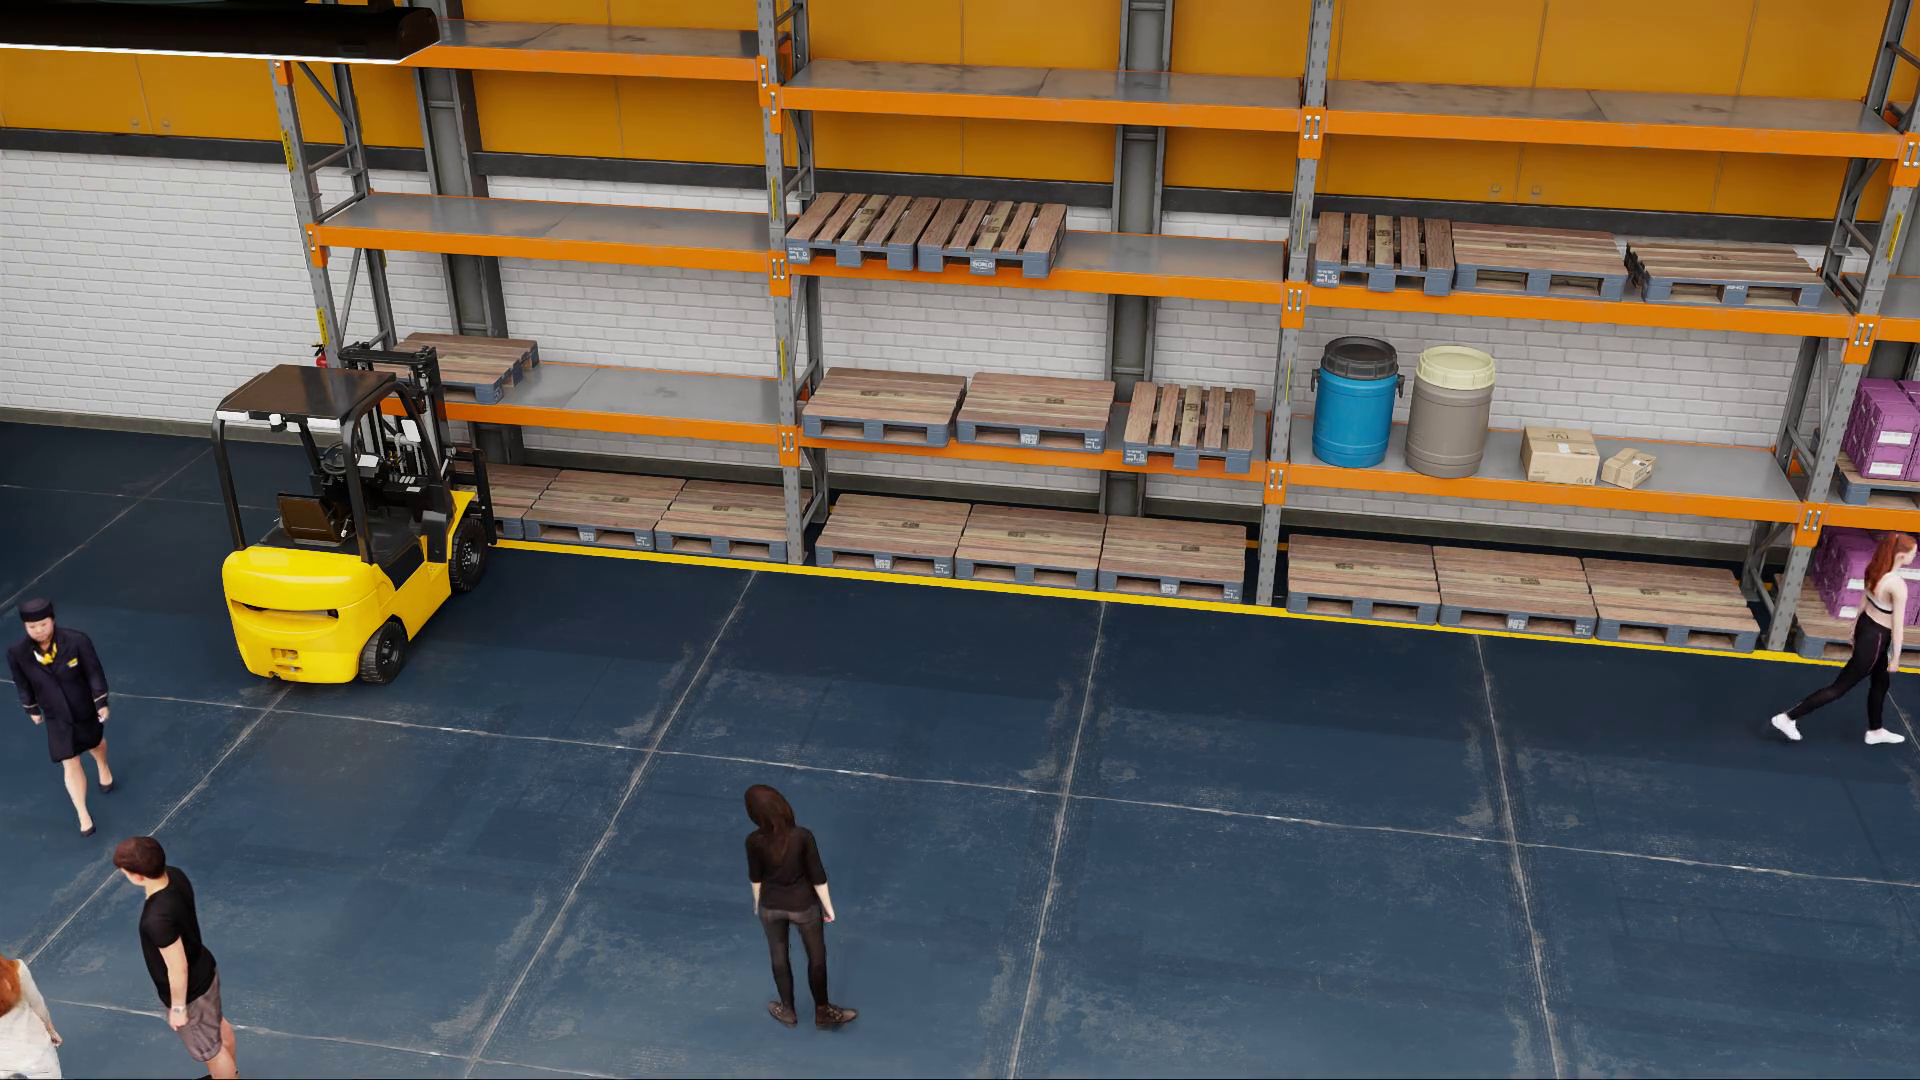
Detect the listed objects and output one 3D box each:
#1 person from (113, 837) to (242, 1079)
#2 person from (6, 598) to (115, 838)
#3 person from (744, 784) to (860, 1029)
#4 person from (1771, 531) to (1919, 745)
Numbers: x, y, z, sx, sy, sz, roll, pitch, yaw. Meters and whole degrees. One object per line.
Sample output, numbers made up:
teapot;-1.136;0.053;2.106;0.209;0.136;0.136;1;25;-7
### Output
person;-4.012;2.280;8.644;0.765;1.858;0.767;-10;30;-17
person;-5.888;1.093;11.062;1.151;1.627;1.119;-11;31;-20
person;-0.915;2.064;9.292;0.486;1.617;0.824;7;29;12
person;6.265;0.740;11.630;1.212;1.703;0.703;2;29;3
